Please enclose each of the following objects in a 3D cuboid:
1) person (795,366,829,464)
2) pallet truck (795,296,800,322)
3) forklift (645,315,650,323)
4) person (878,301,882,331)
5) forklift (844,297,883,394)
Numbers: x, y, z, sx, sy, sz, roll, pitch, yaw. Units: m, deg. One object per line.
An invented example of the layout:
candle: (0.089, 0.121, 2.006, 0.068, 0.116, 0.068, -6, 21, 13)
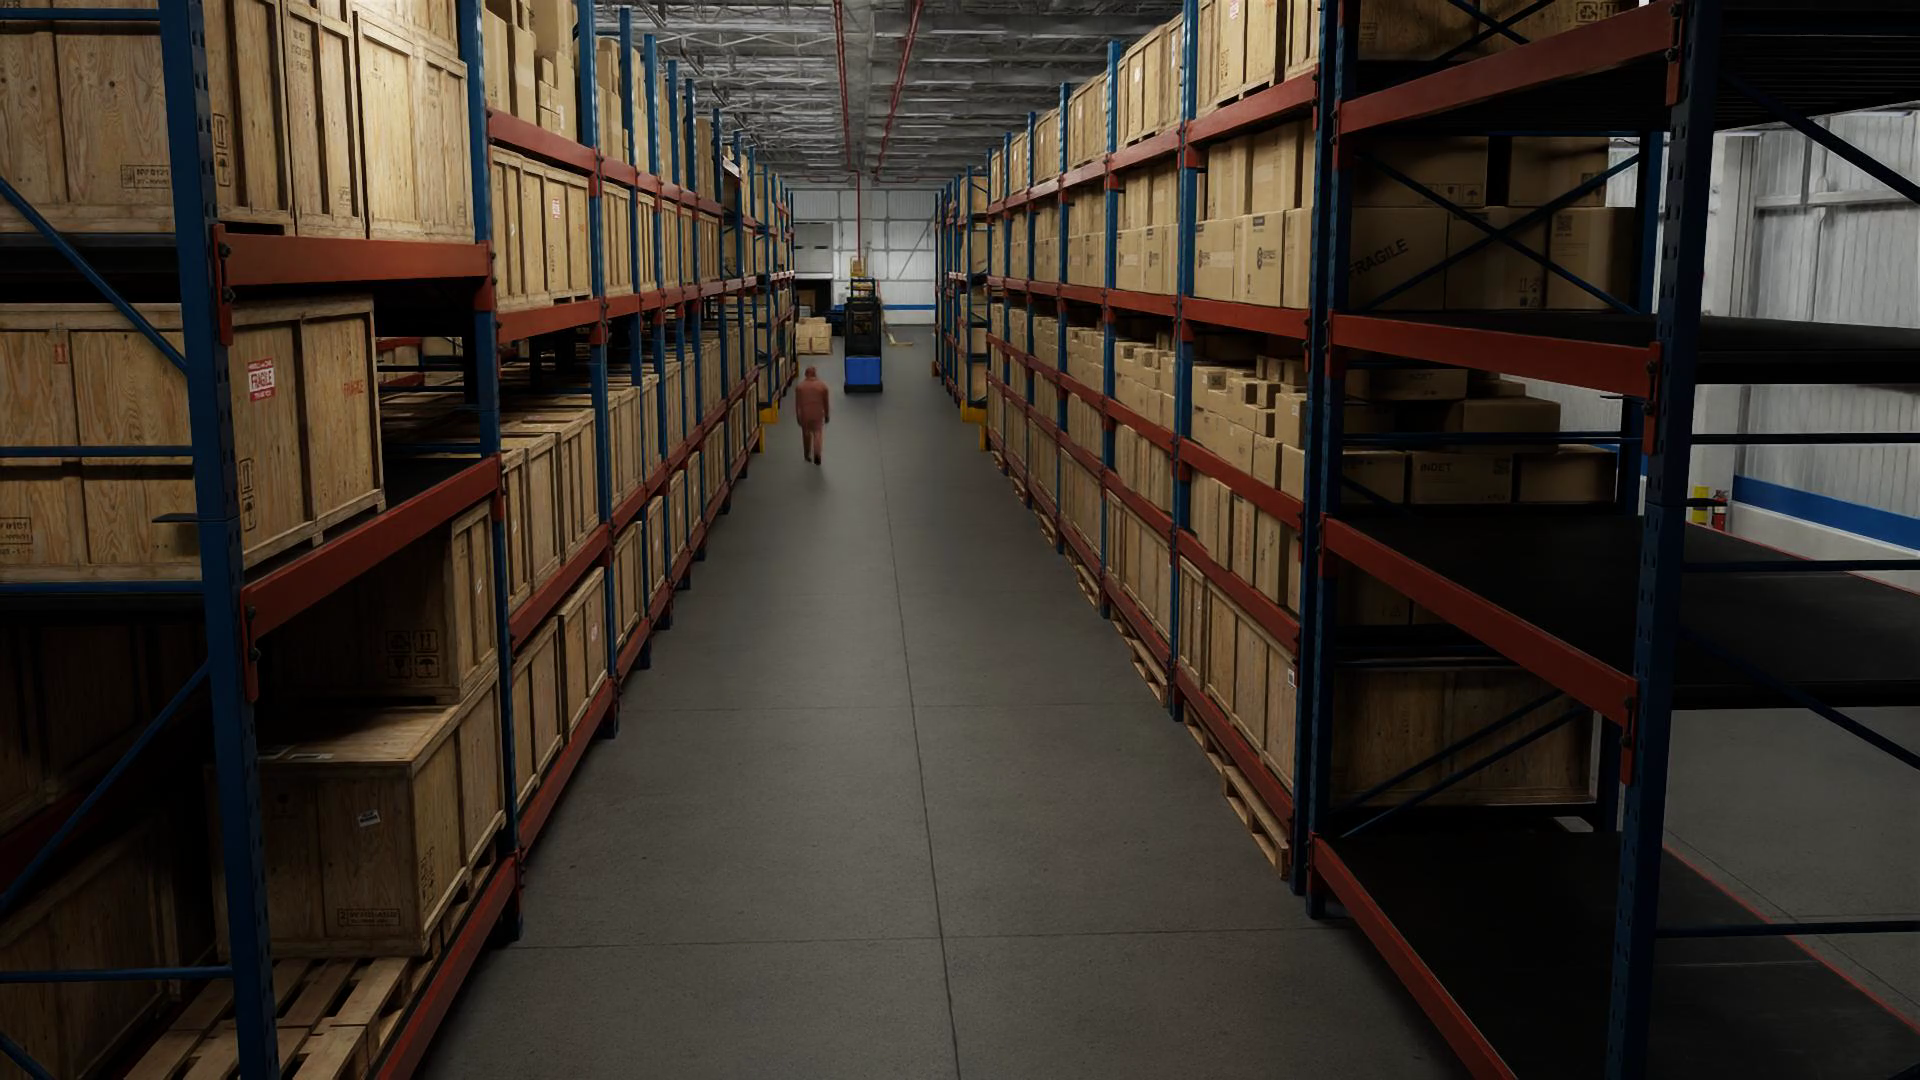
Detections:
person: (-2.827, -2.400, 31.840, 0.643, 1.879, 0.934, -1, 10, -8)
pallet truck: (-8.622, -12.439, 91.403, 1.885, 1.965, 0.823, 2, 10, 13)
forklift: (-10.076, -6.283, 52.001, 1.129, 2.768, 1.873, -1, 10, -3)
person: (-4.462, -11.998, 89.013, 0.519, 1.914, 0.633, 3, 10, 18)
forklift: (-2.832, -5.700, 48.519, 1.129, 2.768, 1.873, -1, 10, -4)
